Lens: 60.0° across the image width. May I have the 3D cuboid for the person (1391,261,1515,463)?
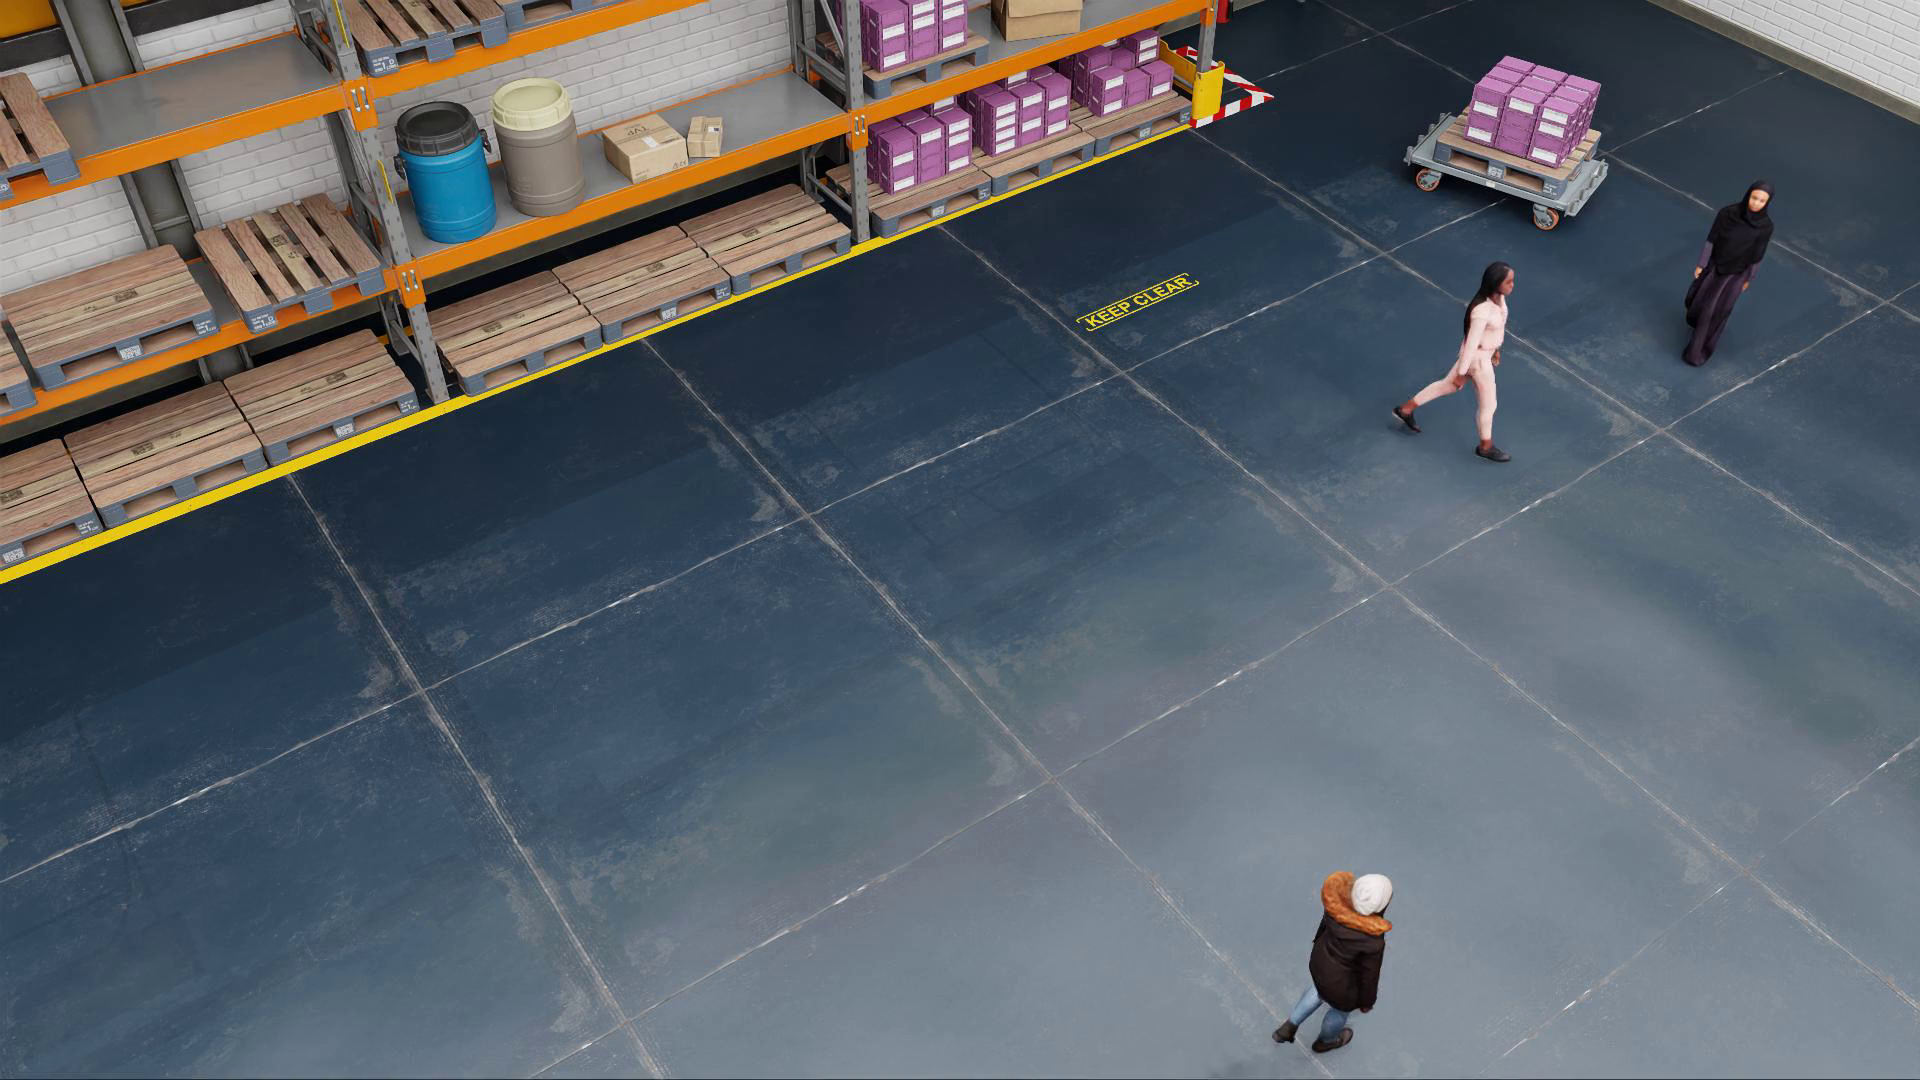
[{"bbox_3d":[3.736,-1.350,12.338,1.076,1.681,1.207,19,47,19],"label":"person"}]

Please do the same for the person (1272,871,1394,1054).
[{"bbox_3d":[1.926,2.230,8.621,0.792,1.626,0.708,-16,46,-17],"label":"person"}]

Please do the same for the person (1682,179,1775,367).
[{"bbox_3d":[6.135,-2.191,13.282,0.785,1.597,1.001,26,49,24],"label":"person"}]
